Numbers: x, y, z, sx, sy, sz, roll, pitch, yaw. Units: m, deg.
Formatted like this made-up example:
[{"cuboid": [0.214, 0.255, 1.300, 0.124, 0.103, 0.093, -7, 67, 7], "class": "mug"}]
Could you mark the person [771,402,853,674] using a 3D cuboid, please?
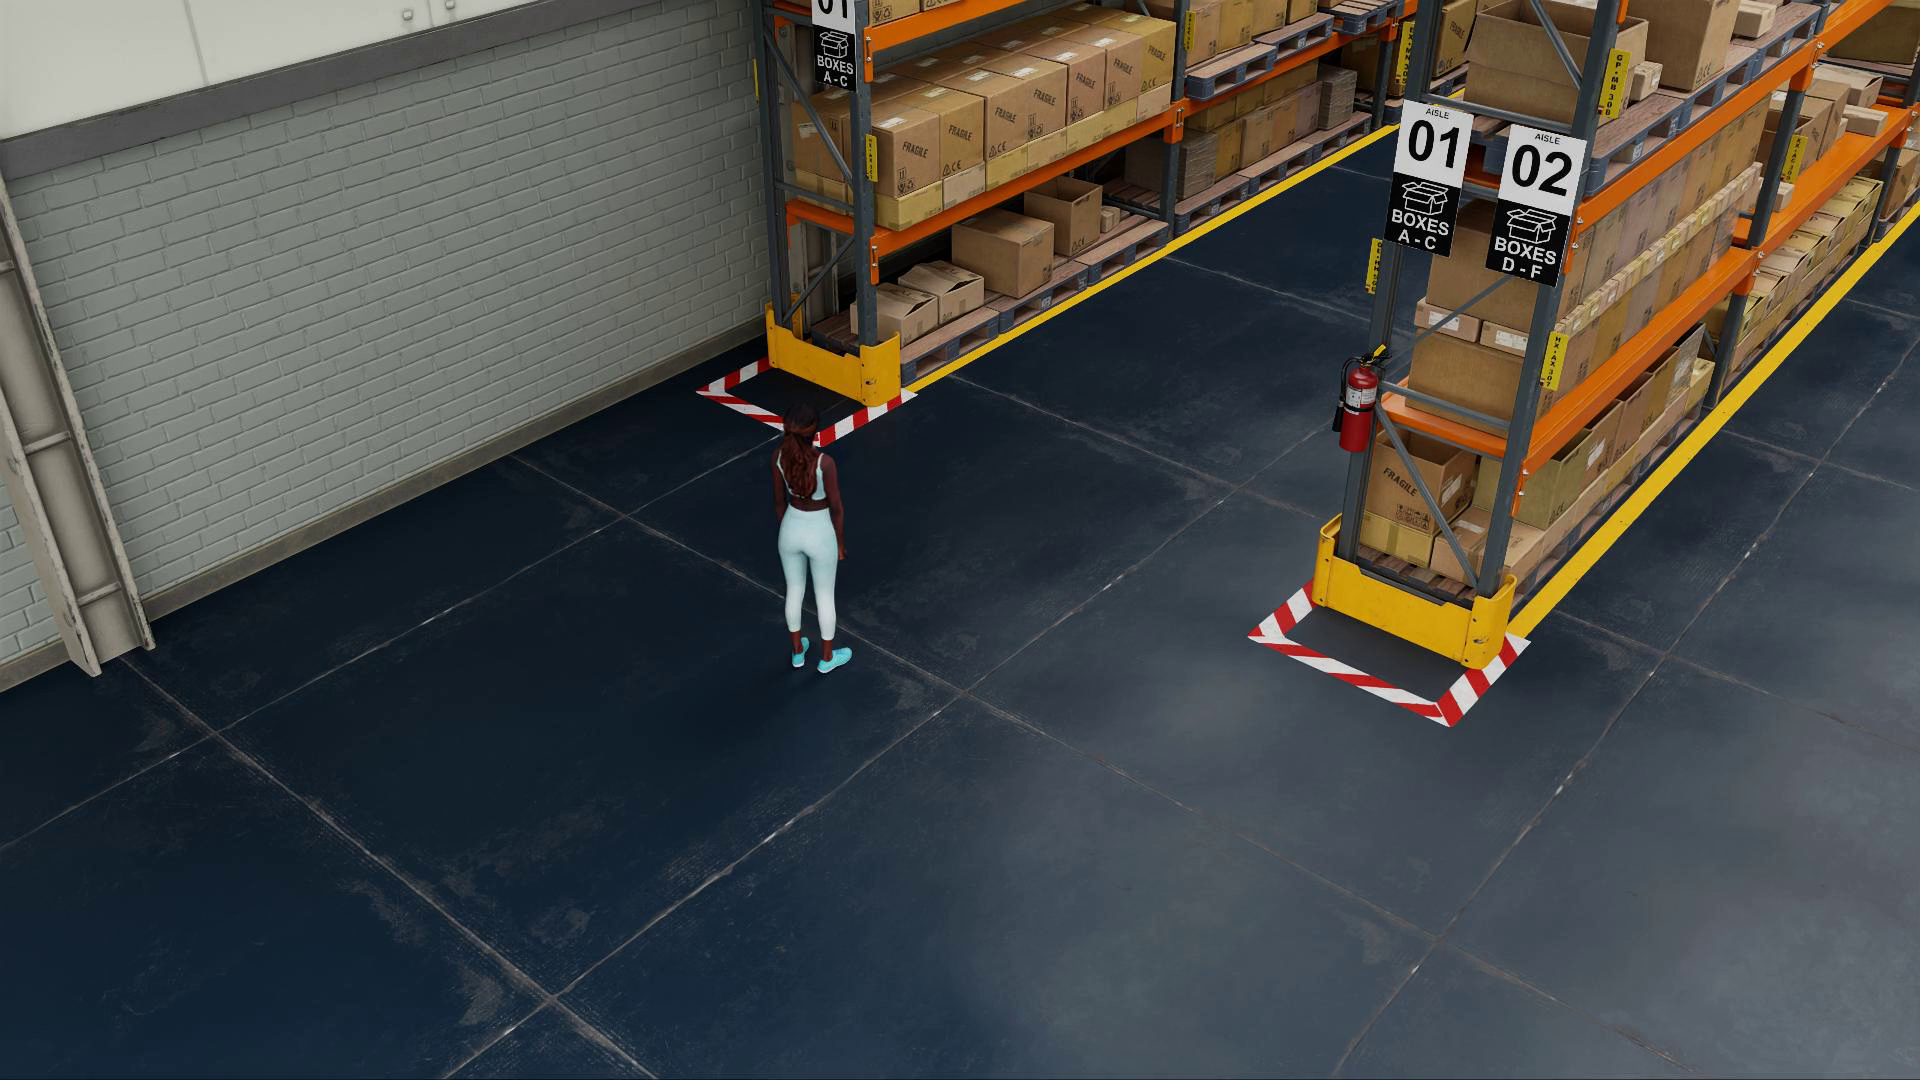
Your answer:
[{"cuboid": [-0.865, -0.008, 9.473, 0.634, 1.725, 0.642, 10, 34, 15], "class": "person"}]
